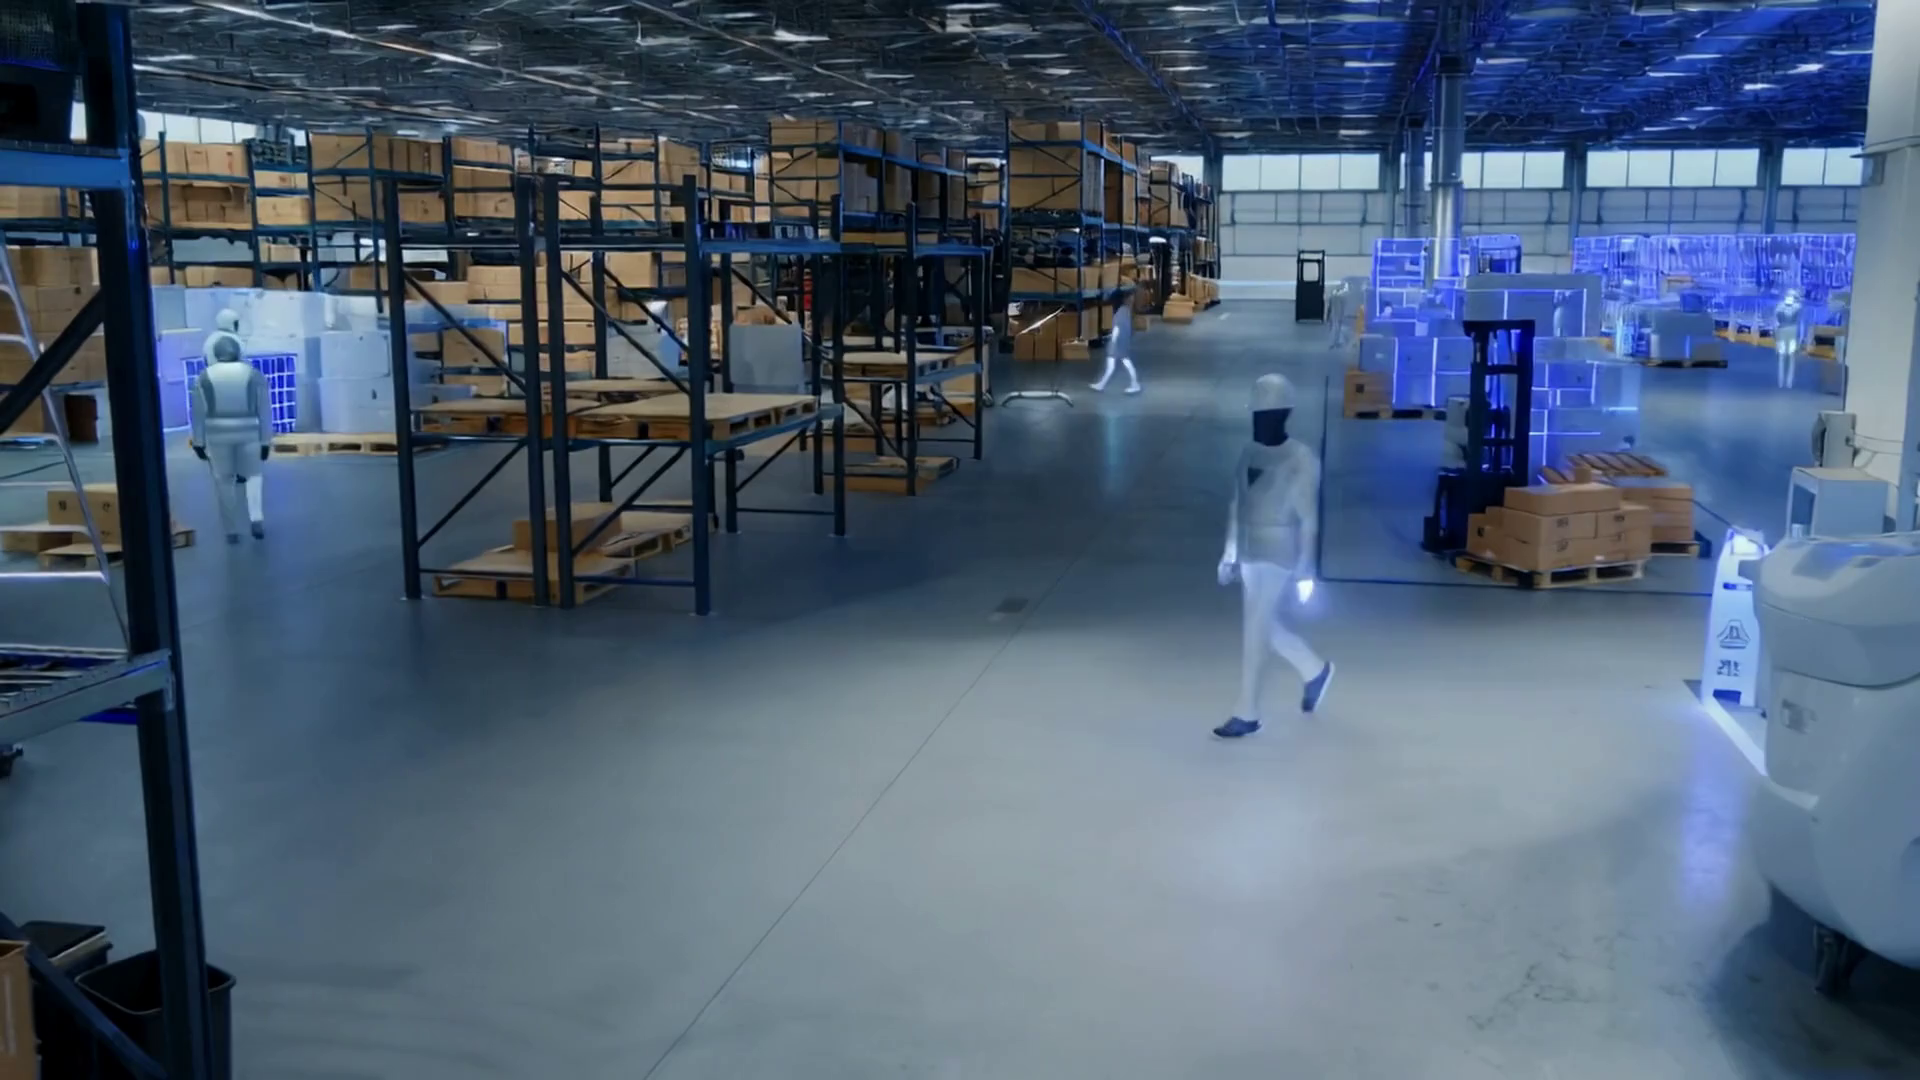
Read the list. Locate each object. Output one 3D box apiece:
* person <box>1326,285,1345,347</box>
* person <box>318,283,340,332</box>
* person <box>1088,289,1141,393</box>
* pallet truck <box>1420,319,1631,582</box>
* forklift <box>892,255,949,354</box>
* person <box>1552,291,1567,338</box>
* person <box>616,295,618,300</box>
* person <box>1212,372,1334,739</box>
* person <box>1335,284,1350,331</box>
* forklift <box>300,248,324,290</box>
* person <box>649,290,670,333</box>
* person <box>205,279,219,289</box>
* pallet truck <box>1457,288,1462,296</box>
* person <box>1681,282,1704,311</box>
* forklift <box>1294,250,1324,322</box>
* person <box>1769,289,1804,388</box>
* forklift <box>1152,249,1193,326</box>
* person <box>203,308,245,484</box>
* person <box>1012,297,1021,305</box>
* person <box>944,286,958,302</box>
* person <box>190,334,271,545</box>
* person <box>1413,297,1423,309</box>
[{"bbox_3d":[10.535,-6.265,46.668,0.528,1.746,0.713,1,10,8],"label":"person"},{"bbox_3d":[-14.614,-4.948,38.326,0.632,1.932,0.366,-7,12,-36],"label":"person"},{"bbox_3d":[2.894,-3.670,30.790,1.013,1.910,0.628,1,10,5],"label":"person"},{"bbox_3d":[4.543,-0.757,13.299,0.823,1.965,1.885,-4,10,-22],"label":"pallet truck"},{"bbox_3d":[-1.007,-5.967,41.543,1.129,2.768,1.873,2,10,12],"label":"forklift"},{"bbox_3d":[11.949,-4.017,33.048,0.698,1.851,0.528,4,10,22],"label":"person"},{"bbox_3d":[-8.489,-5.249,40.979,0.524,1.630,0.324,1,10,5],"label":"person"},{"bbox_3d":[1.676,0.062,8.735,0.846,1.900,0.588,-5,11,-27],"label":"person"},{"bbox_3d":[13.231,-7.996,57.290,0.392,1.620,0.500,3,10,19],"label":"person"},{"bbox_3d":[-19.767,-7.626,51.367,1.129,2.768,1.873,-2,10,-12],"label":"forklift"},{"bbox_3d":[-7.593,-5.458,42.018,0.540,1.697,0.317,-1,10,-6],"label":"person"},{"bbox_3d":[-19.627,-5.862,43.645,0.999,1.948,0.656,1,10,4],"label":"person"},{"bbox_3d":[20.506,-9.785,68.819,0.653,1.274,1.630,2,10,12],"label":"pallet truck"},{"bbox_3d":[21.479,-6.659,48.842,0.628,1.791,0.876,2,10,14],"label":"person"},{"bbox_3d":[13.778,-10.002,65.433,1.129,2.768,1.873,2,10,12],"label":"forklift"},{"bbox_3d":[15.901,-3.873,32.050,0.550,1.903,0.893,6,11,33],"label":"person"},{"bbox_3d":[7.646,-9.320,61.395,1.873,2.768,1.129,2,10,11],"label":"forklift"},{"bbox_3d":[-8.078,-1.587,18.395,0.635,1.935,0.351,6,11,32],"label":"person"},{"bbox_3d":[1.948,-8.363,58.203,0.383,2.045,0.605,-3,10,-17],"label":"person"},{"bbox_3d":[-0.316,-7.156,52.225,0.570,1.647,0.883,-1,10,-3],"label":"person"},{"bbox_3d":[-6.351,-0.870,14.501,0.630,1.827,0.524,-5,11,-28],"label":"person"},{"bbox_3d":[10.389,-4.682,37.647,0.568,1.622,0.532,-2,10,-10],"label":"person"}]
